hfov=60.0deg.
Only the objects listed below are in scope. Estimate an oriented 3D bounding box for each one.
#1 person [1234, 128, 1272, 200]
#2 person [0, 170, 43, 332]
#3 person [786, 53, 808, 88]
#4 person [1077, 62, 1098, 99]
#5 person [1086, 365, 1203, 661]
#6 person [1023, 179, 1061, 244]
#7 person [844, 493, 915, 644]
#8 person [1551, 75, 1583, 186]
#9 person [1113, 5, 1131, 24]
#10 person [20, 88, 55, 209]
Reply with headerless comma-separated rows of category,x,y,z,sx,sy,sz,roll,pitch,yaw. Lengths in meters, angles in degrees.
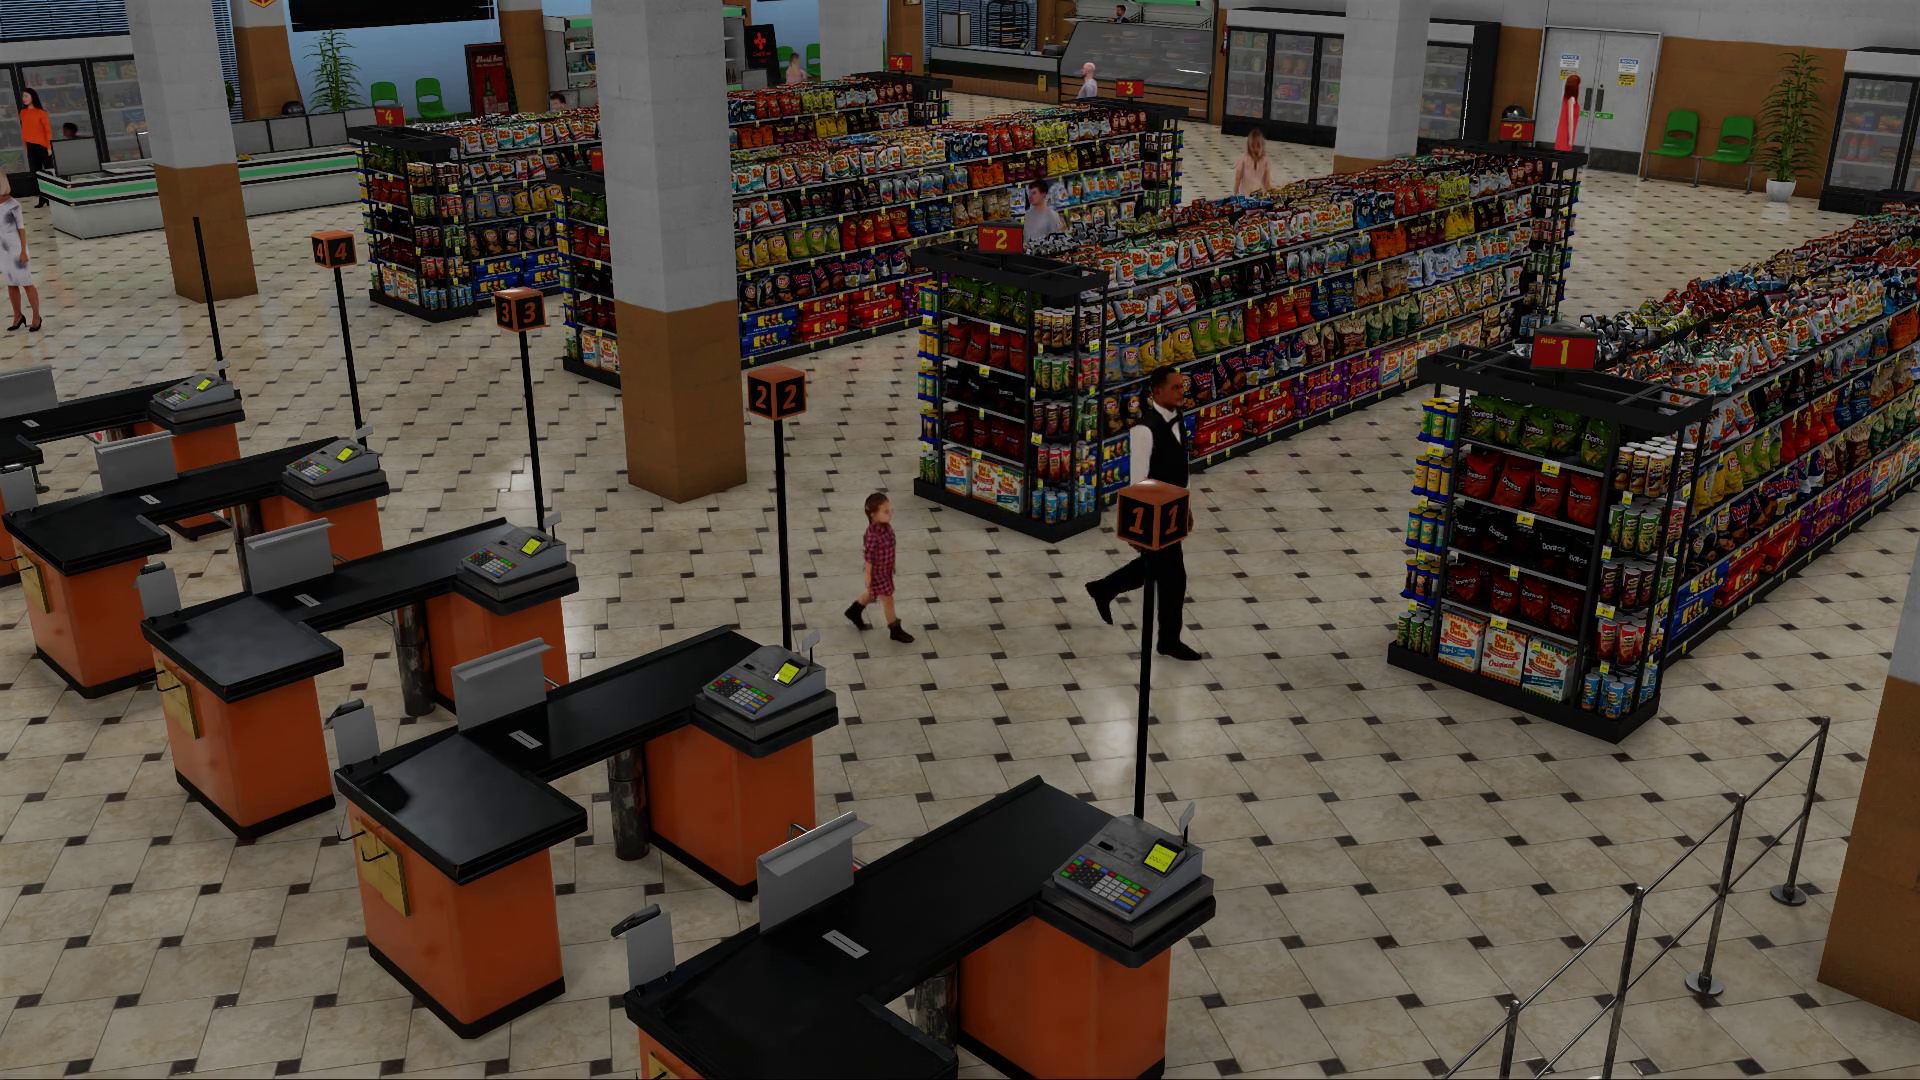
person,3.554,-4.046,20.251,0.982,1.793,1.058,0,22,1
person,-10.305,-3.148,18.071,0.640,1.752,0.670,4,22,9
person,-2.936,-7.935,30.072,0.652,1.687,0.622,12,25,27
person,2.085,-6.890,27.269,0.816,1.838,0.735,2,22,5
person,1.187,-0.195,10.533,0.920,1.893,1.143,14,26,31
person,0.886,-2.764,17.056,1.196,1.797,0.728,-17,28,-36
person,-0.562,0.164,10.821,0.637,1.011,0.742,10,24,24
person,9.342,-6.242,25.672,0.740,1.826,0.658,2,22,5
person,3.712,-11.419,38.502,0.633,1.867,0.553,20,29,41
person,-13.707,-5.840,24.775,0.707,1.748,0.724,5,22,12
